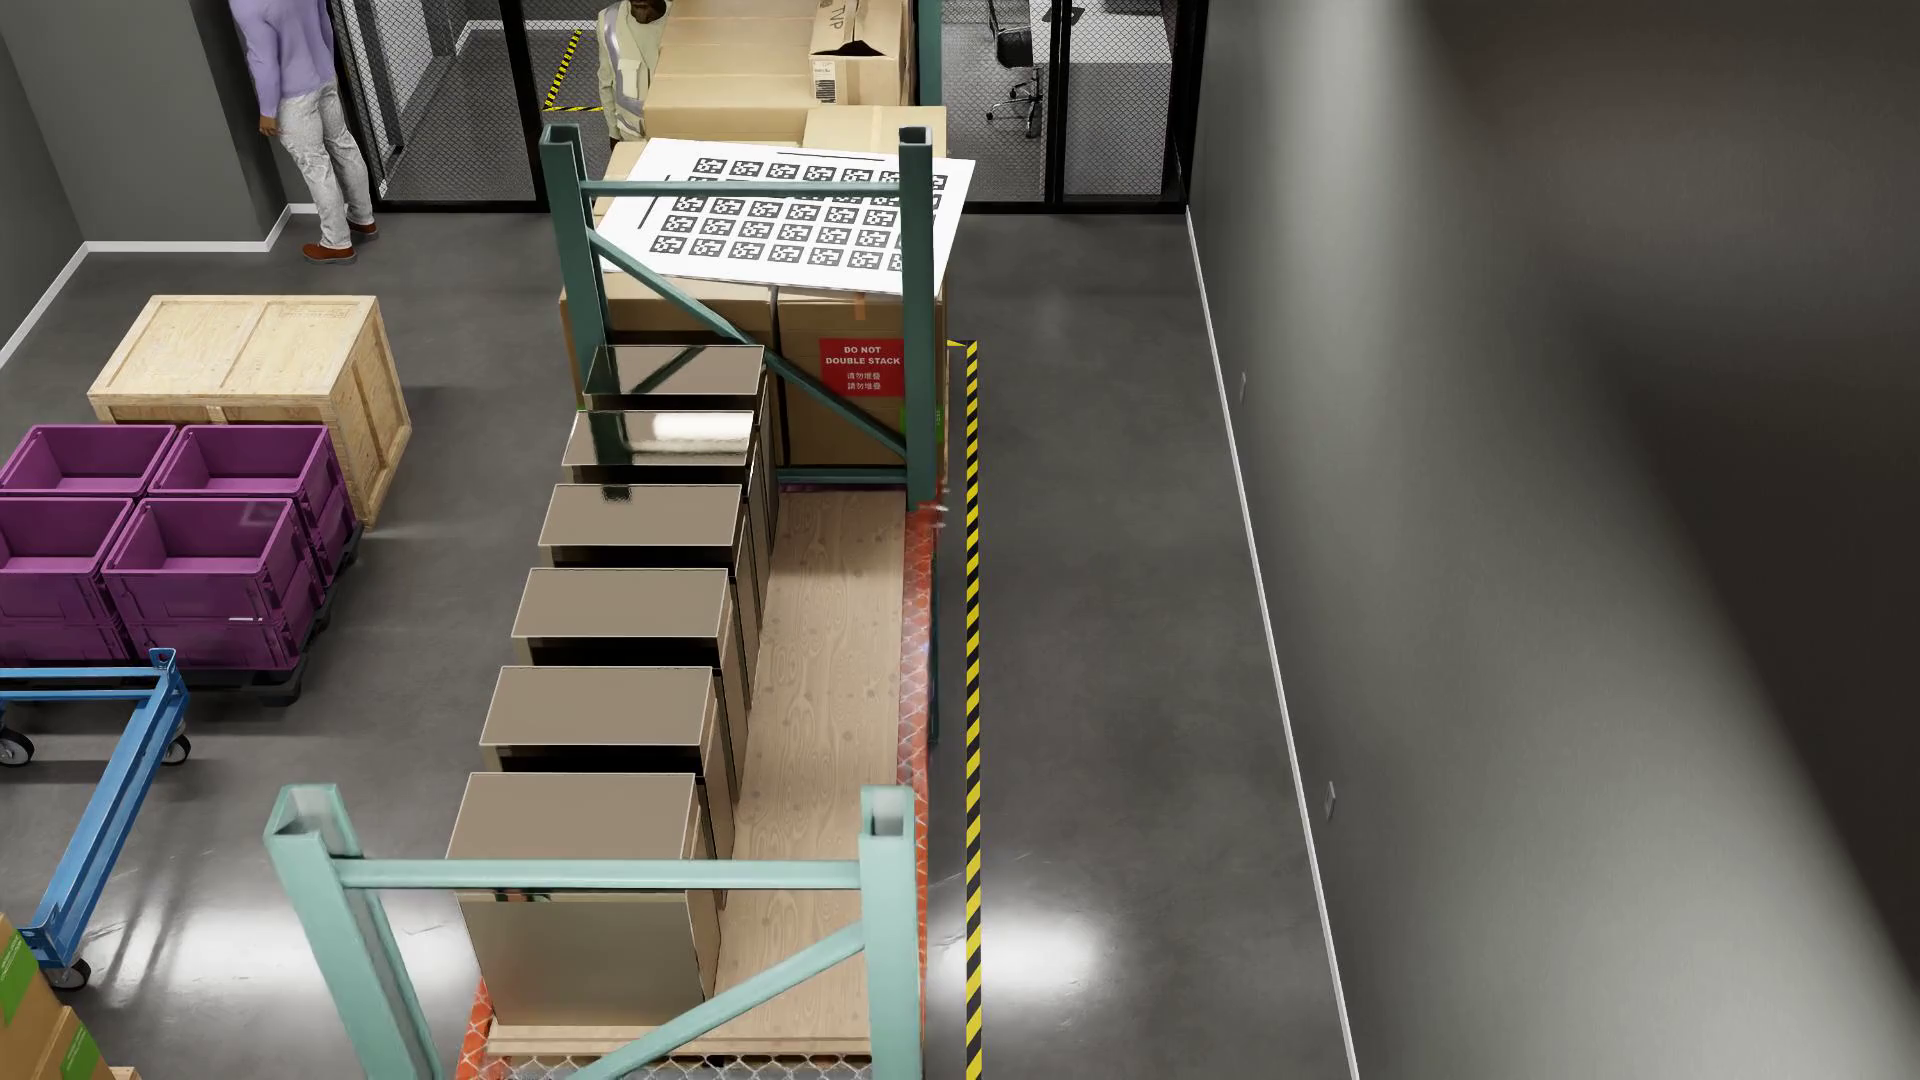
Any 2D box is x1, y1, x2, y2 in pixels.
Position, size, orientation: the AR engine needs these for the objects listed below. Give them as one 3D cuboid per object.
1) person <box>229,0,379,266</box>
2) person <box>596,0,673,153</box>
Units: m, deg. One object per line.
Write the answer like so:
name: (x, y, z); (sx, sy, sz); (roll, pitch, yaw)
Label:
person: (-3.403, -2.332, 8.556); (0.370, 1.934, 0.627); (11, 42, 13)
person: (-1.497, -2.074, 8.337); (0.586, 1.833, 0.403); (0, 41, 0)
